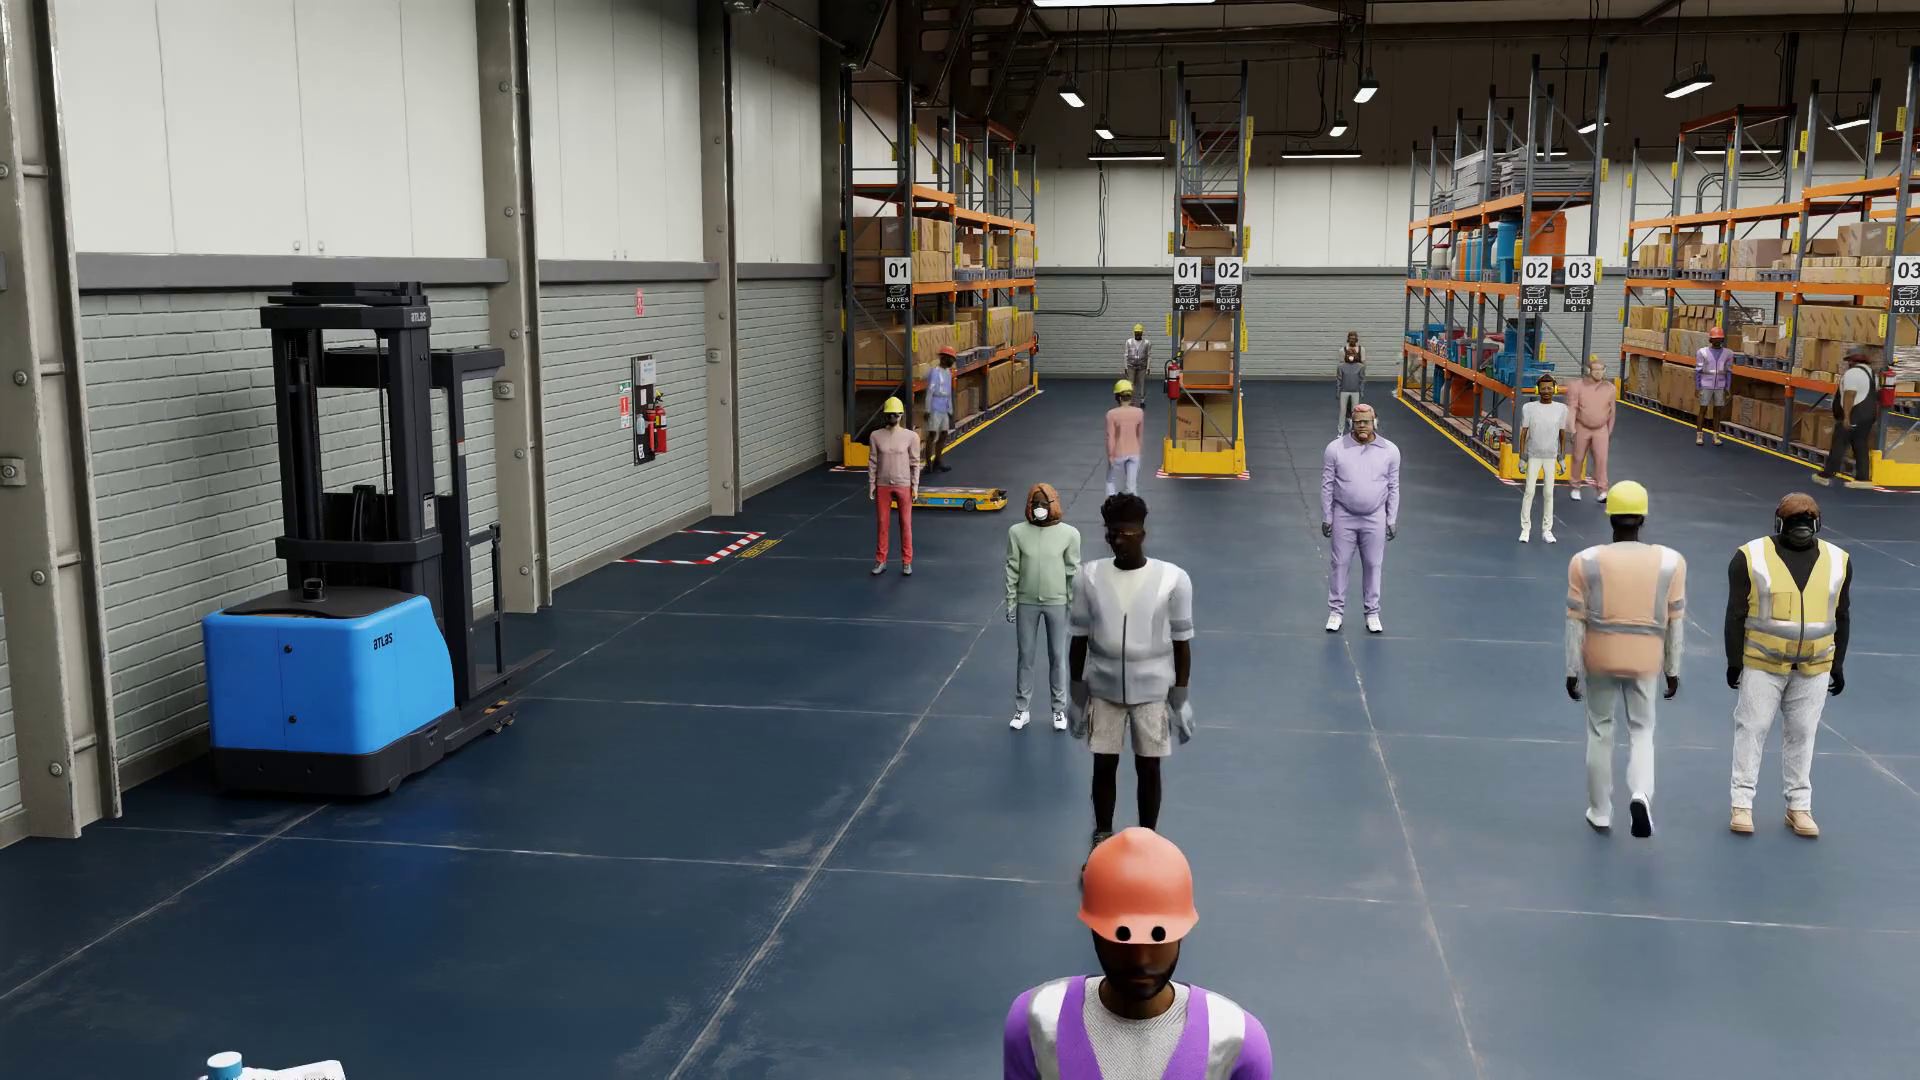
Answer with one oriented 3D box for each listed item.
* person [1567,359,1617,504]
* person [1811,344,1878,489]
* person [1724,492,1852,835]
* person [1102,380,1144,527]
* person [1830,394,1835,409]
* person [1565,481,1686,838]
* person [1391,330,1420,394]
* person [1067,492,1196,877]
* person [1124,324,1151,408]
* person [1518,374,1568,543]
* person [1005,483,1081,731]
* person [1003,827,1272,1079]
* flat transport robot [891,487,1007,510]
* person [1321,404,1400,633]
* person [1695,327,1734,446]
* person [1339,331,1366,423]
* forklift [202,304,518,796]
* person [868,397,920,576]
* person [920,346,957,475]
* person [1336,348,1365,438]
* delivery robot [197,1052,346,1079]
[{"bbox_3d":[8.200,-1.403,21.577,0.661,1.863,0.981,1,9,5],"label":"person"},{"bbox_3d":[12.376,-1.731,23.173,0.777,2.000,0.827,-6,11,-35],"label":"person"},{"bbox_3d":[4.422,0.661,8.906,0.626,1.844,0.429,1,9,9],"label":"person"},{"bbox_3d":[1.887,-0.988,19.366,0.532,1.751,0.534,-4,10,-21],"label":"person"},{"bbox_3d":[18.709,-3.600,35.199,0.594,1.836,0.404,1,9,9],"label":"person"},{"bbox_3d":[3.496,0.643,8.785,0.599,1.913,0.618,2,9,13],"label":"person"},{"bbox_3d":[10.953,-4.337,40.517,0.901,1.584,0.503,-2,9,-12],"label":"person"},{"bbox_3d":[0.836,0.733,8.158,0.647,1.950,0.385,3,10,16],"label":"person"},{"bbox_3d":[3.895,-3.813,36.510,0.593,1.837,0.404,1,9,9],"label":"person"},{"bbox_3d":[6.474,-0.906,18.480,0.520,1.871,0.326,1,9,9],"label":"person"},{"bbox_3d":[0.541,0.434,10.941,0.502,1.633,0.280,1,9,9],"label":"person"},{"bbox_3d":[0.339,1.512,3.346,0.547,1.942,0.351,1,9,9],"label":"person"},{"bbox_3d":[-0.145,-0.540,21.271,1.431,0.197,0.652,1,9,9],"label":"flat transport robot"},{"bbox_3d":[3.337,-0.181,13.898,0.644,1.908,0.408,1,9,9],"label":"person"},{"bbox_3d":[13.016,-2.655,28.733,0.609,2.043,0.376,1,9,9],"label":"person"},{"bbox_3d":[7.801,-3.256,33.116,0.530,1.825,0.697,0,9,2],"label":"person"},{"bbox_3d":[-3.673,-0.038,10.147,1.129,2.768,1.873,1,9,9],"label":"forklift"},{"bbox_3d":[-0.658,-0.536,16.508,0.527,1.772,0.305,1,9,9],"label":"person"},{"bbox_3d":[-0.336,-1.926,24.742,0.357,1.898,0.727,5,11,30],"label":"person"},{"bbox_3d":[7.011,-2.639,29.893,0.502,1.633,0.280,1,9,9],"label":"person"},{"bbox_3d":[-2.314,1.867,5.264,0.707,0.478,0.477,-5,10,-27],"label":"delivery robot"}]
